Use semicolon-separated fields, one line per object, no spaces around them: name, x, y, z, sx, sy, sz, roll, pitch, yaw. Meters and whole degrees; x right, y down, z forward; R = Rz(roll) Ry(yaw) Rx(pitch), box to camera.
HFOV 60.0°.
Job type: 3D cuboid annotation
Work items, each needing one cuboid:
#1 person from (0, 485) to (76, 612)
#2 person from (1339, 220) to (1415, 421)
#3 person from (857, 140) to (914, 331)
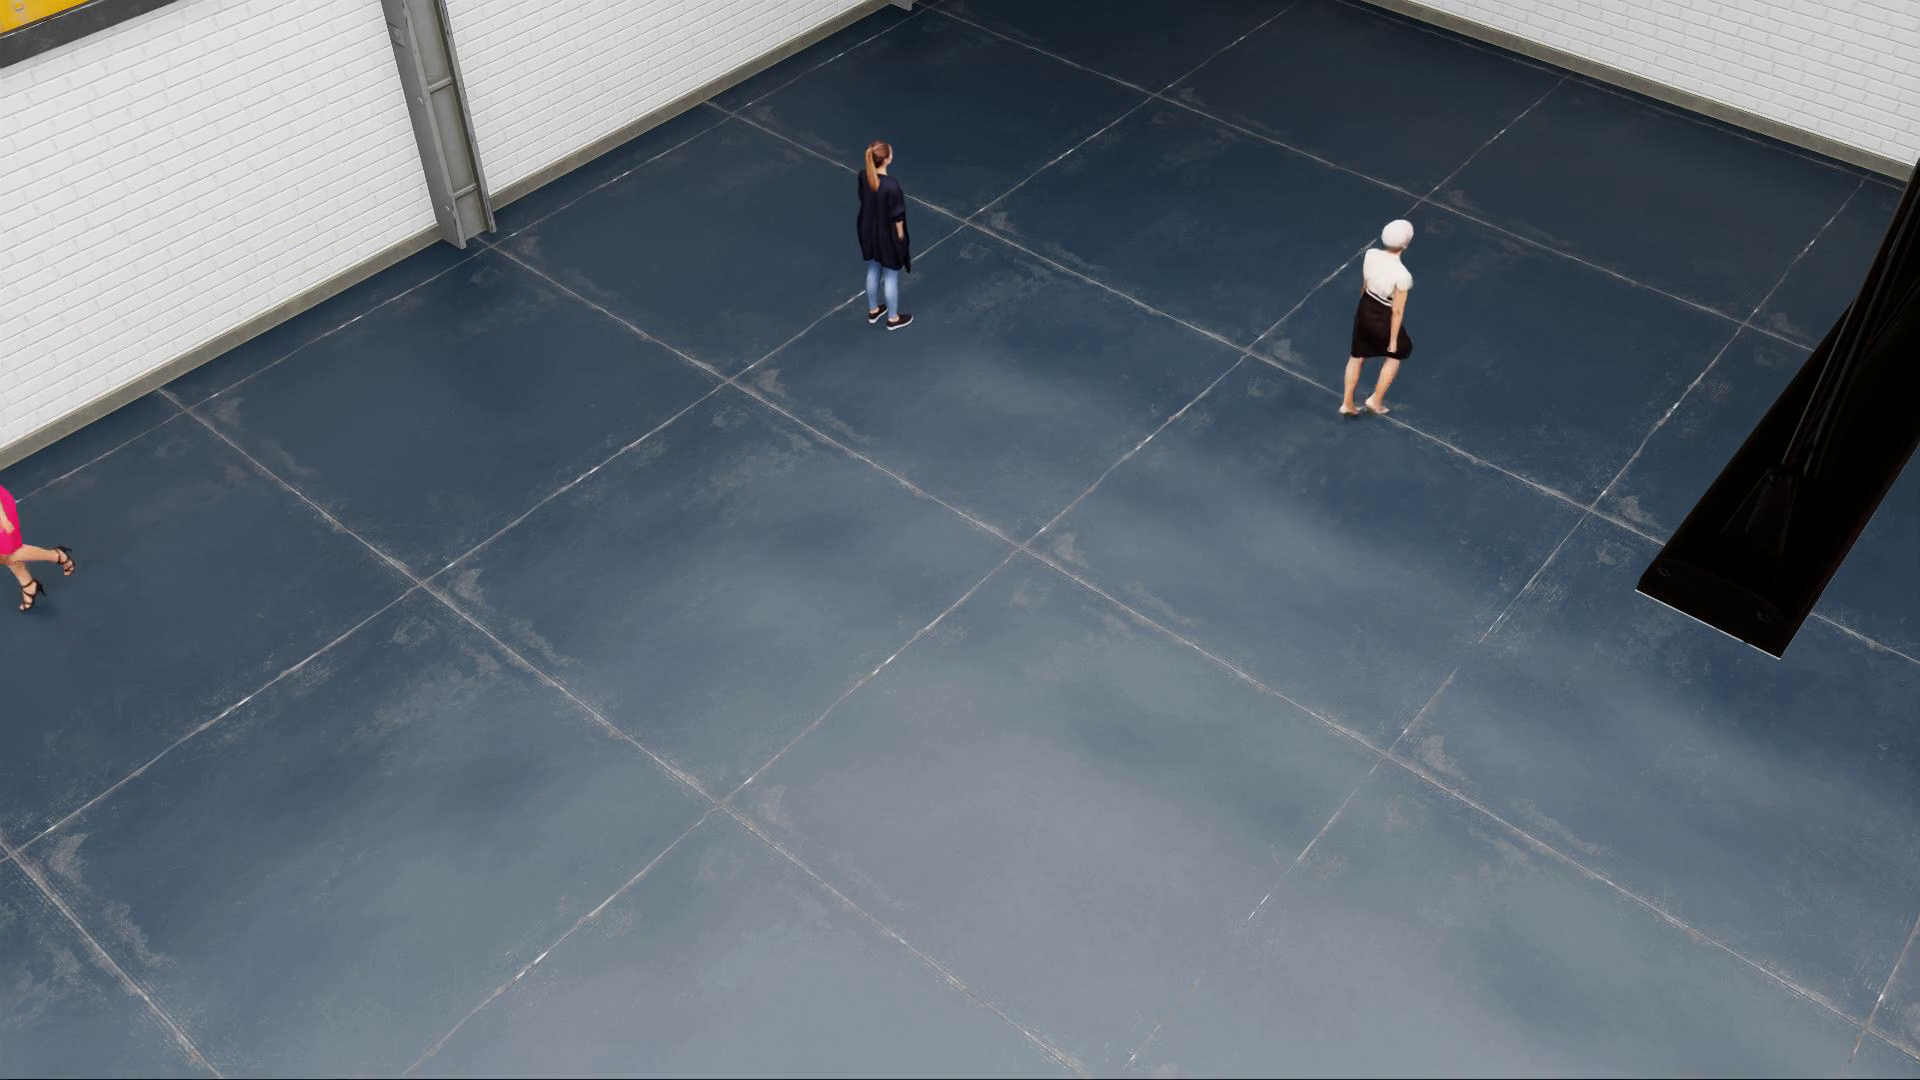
person;-6.355;-0.254;11.021;0.652;1.719;0.787;25;49;24
person;3.043;-1.578;12.395;0.794;1.740;0.737;-25;49;-24
person;-0.632;-2.446;13.348;0.625;1.683;0.554;31;52;29
